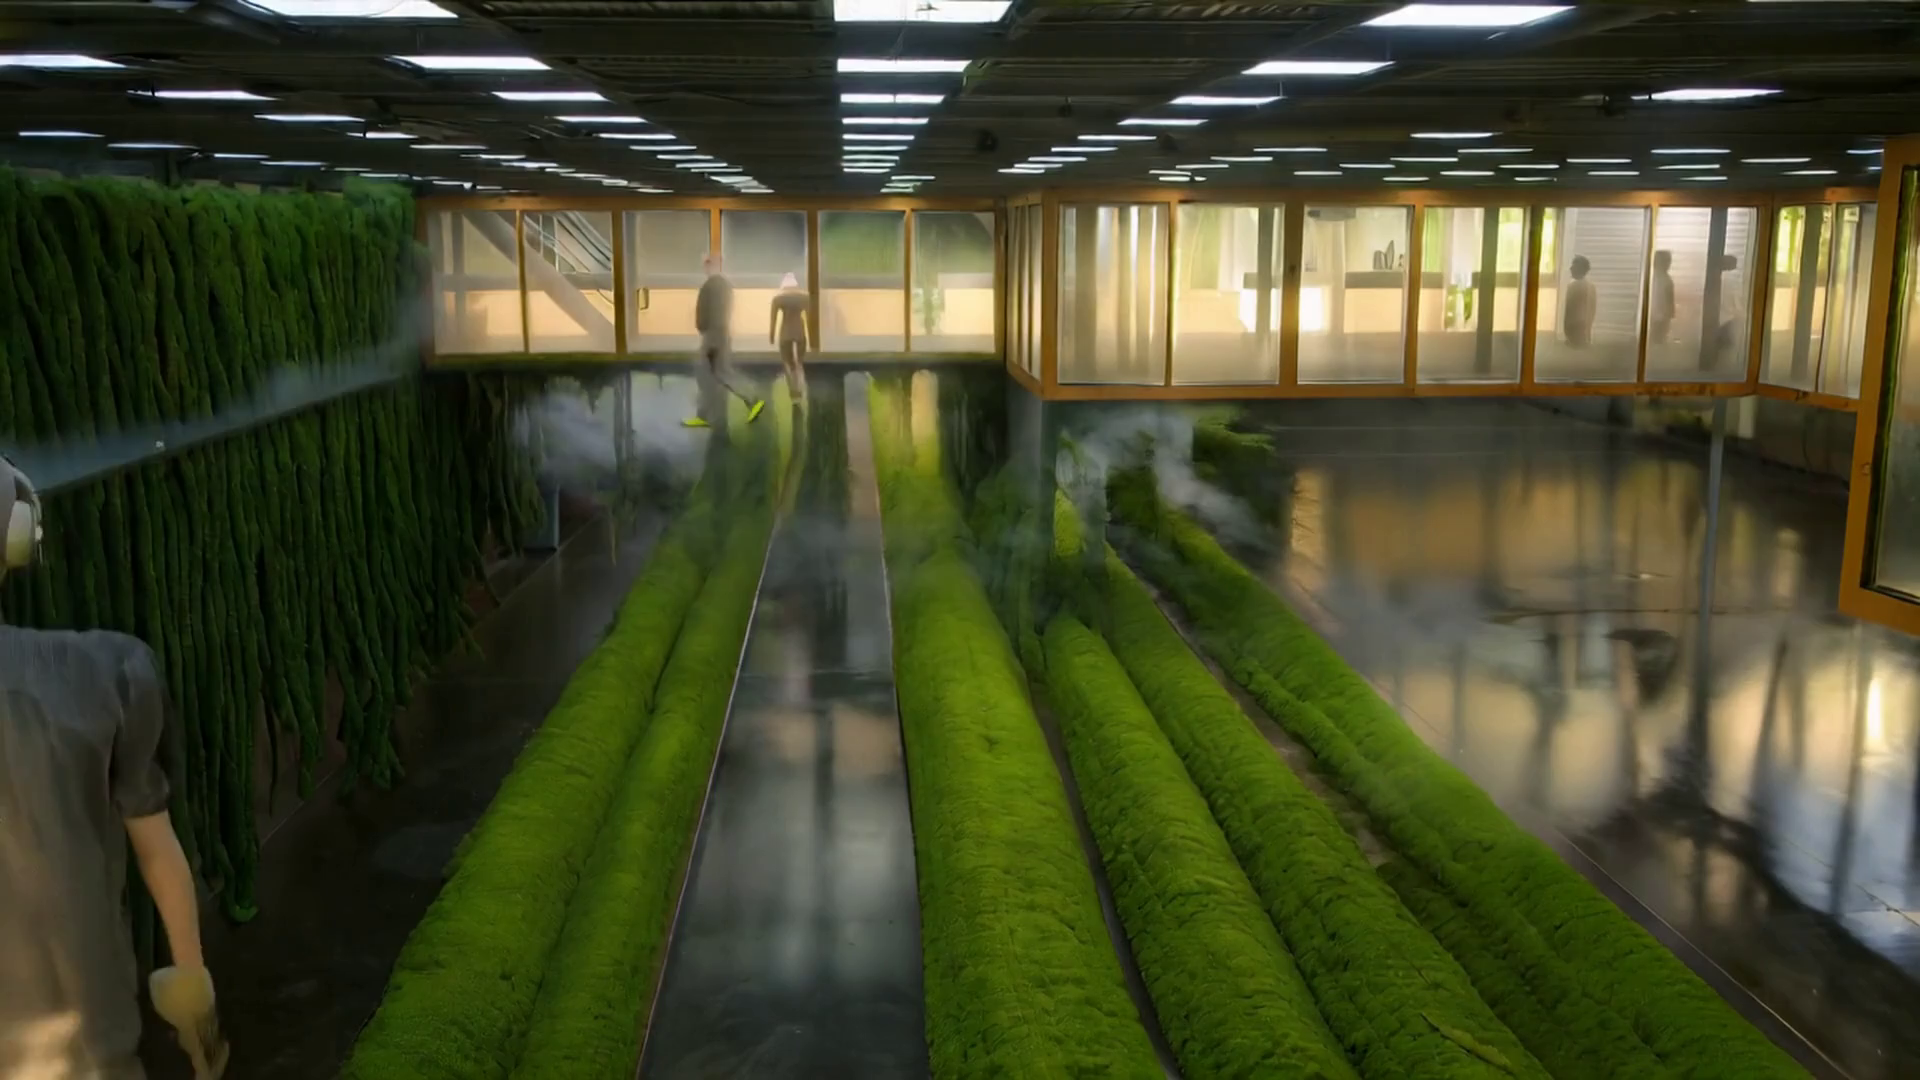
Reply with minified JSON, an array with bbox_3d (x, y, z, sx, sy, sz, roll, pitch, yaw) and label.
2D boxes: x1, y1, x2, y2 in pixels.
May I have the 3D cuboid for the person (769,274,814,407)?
[{"bbox_3d":[-2.022,-2.401,20.000,0.516,1.583,0.869,-4,11,-18],"label":"person"}]

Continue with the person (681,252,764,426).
[{"bbox_3d":[-2.574,-2.152,17.870,0.812,1.881,0.651,2,11,8],"label":"person"}]

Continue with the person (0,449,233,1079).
[{"bbox_3d":[-1.336,0.747,2.359,0.526,1.844,0.797,-4,11,-19],"label":"person"}]
